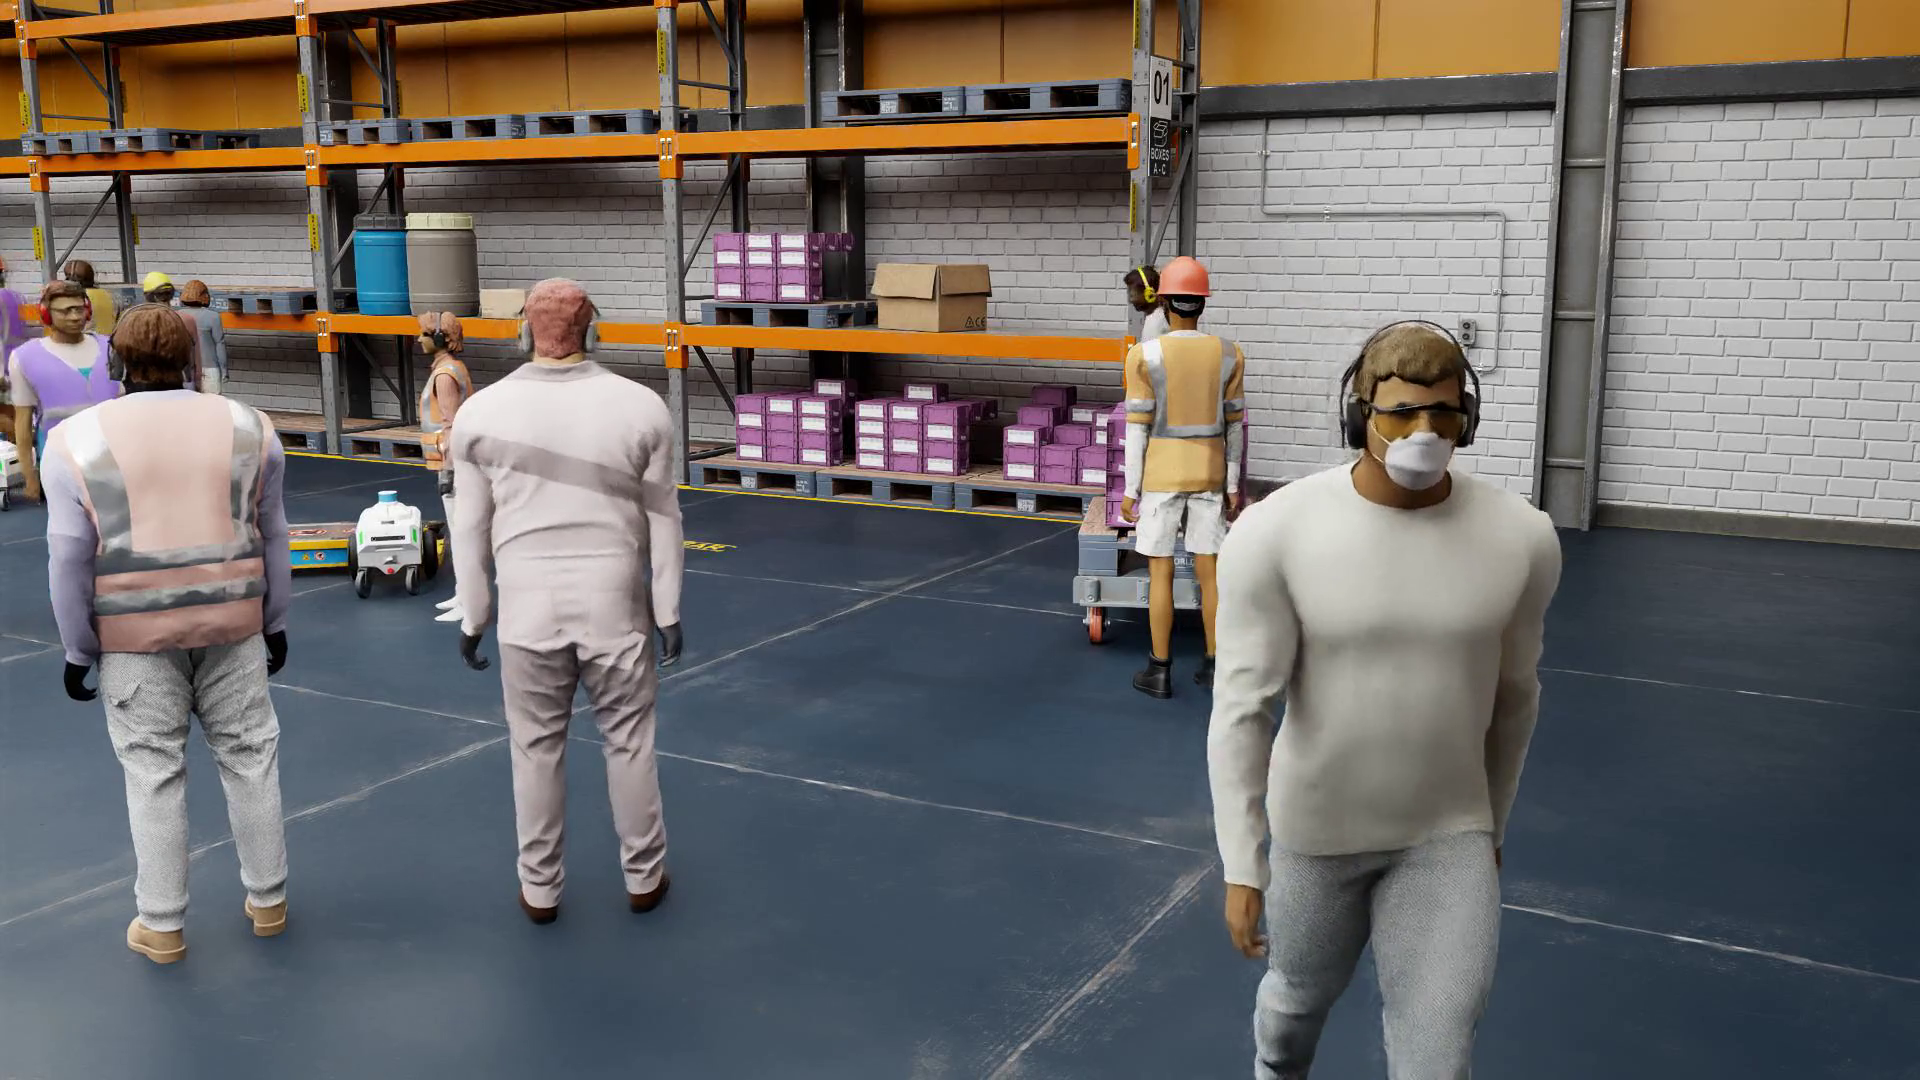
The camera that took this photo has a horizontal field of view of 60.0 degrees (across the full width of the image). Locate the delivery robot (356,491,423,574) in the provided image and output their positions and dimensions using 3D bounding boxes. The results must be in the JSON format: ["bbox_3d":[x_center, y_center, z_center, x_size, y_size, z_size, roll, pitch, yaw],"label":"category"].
[{"bbox_3d":[-3.294,-0.040,9.611,0.477,0.478,0.707,-3,11,-17],"label":"delivery robot"}]

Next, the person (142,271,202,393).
[{"bbox_3d":[-6.233,-1.233,13.118,0.479,1.759,0.547,7,13,35],"label":"person"}]

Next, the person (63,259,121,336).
[{"bbox_3d":[-7.627,-1.525,14.539,0.453,1.827,0.634,1,10,8],"label":"person"}]

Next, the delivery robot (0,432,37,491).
[{"bbox_3d":[-7.247,-0.570,12.514,0.477,0.478,0.707,-2,11,-9],"label":"delivery robot"}]

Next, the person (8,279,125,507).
[{"bbox_3d":[-4.423,-0.391,8.332,0.742,1.819,0.579,7,12,33],"label":"person"}]

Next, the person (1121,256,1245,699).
[{"bbox_3d":[0.967,-0.270,7.334,0.550,1.935,0.375,-2,11,-12],"label":"person"}]

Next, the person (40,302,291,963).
[{"bbox_3d":[-2.202,0.263,4.680,0.624,1.845,0.430,-8,13,-36],"label":"person"}]

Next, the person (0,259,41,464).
[{"bbox_3d":[-7.938,-1.443,13.832,0.497,1.923,0.554,-2,10,-10],"label":"person"}]

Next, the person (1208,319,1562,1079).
[{"bbox_3d":[0.769,0.524,3.133,0.636,1.893,1.054,0,10,2],"label":"person"}]

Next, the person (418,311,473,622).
[{"bbox_3d":[-2.685,-0.387,8.795,0.315,1.640,0.515,-2,11,-13],"label":"person"}]

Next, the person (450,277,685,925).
[{"bbox_3d":[-1.142,0.186,4.927,0.652,1.906,0.403,-2,11,-13],"label":"person"}]

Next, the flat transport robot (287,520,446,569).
[{"bbox_3d":[-3.918,0.041,10.204,1.431,0.197,0.652,-3,11,-14],"label":"flat transport robot"}]

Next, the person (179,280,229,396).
[{"bbox_3d":[-6.943,-1.557,15.225,0.501,1.633,0.279,0,10,1],"label":"person"}]

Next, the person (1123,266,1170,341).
[{"bbox_3d":[1.328,-0.861,10.860,0.498,1.831,0.667,5,11,24],"label":"person"}]
